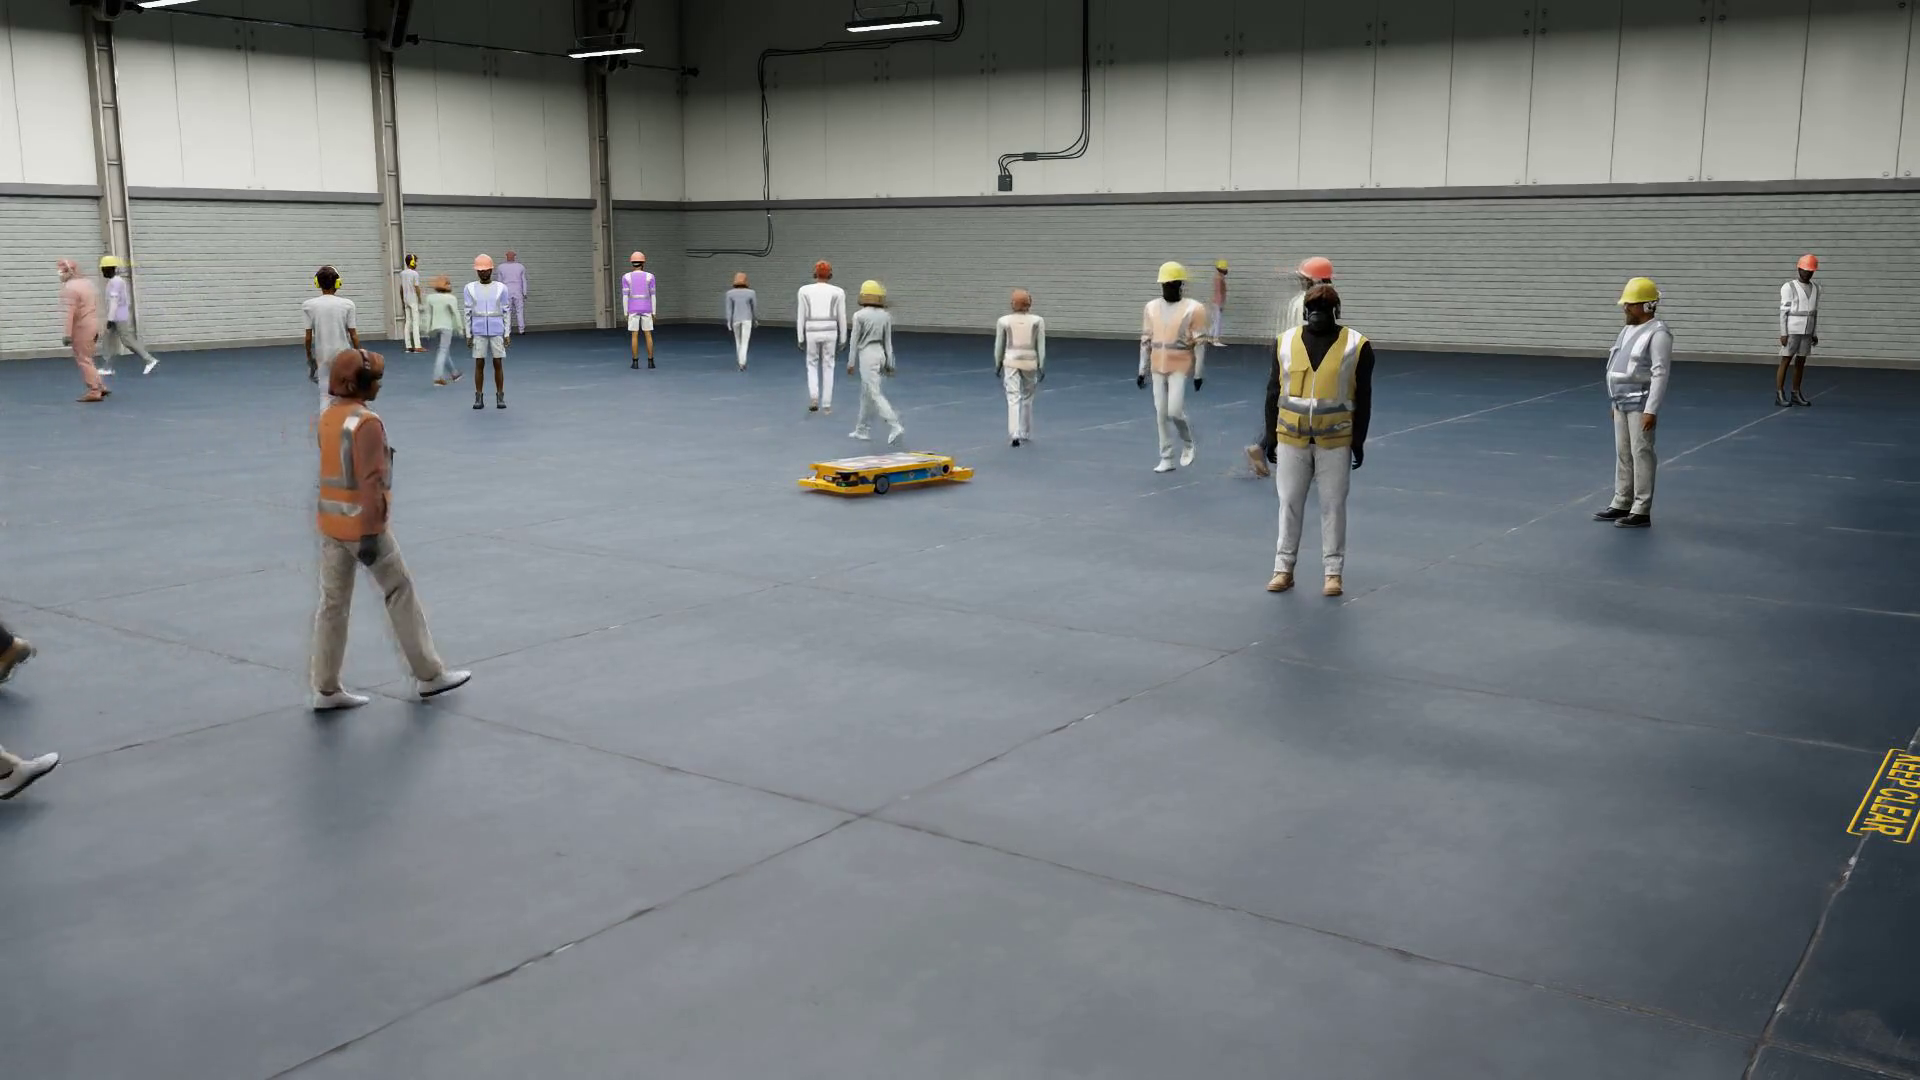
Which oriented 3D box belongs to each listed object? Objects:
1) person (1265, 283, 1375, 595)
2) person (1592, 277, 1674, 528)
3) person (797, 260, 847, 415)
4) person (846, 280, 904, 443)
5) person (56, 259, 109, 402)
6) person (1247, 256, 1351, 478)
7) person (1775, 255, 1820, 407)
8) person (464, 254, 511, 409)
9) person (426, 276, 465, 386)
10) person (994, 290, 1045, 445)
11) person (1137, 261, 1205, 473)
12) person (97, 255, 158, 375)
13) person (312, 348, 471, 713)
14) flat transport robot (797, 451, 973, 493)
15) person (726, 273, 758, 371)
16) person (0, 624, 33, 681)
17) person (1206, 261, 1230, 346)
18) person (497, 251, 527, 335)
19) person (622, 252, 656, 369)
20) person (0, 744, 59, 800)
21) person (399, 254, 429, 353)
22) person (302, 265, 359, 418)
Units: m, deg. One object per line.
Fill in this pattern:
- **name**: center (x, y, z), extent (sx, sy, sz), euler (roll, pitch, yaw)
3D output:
- **person**: center (2.112, -0.593, 9.871), extent (0.625, 1.844, 0.429), euler (4, 11, 20)
- **person**: center (4.950, -1.005, 12.212), extent (0.403, 1.829, 0.588), euler (-1, 10, -5)
- **person**: center (-1.671, -2.461, 20.261), extent (0.603, 1.863, 0.502), euler (0, 10, -1)
- **person**: center (-0.879, -1.871, 17.425), extent (0.885, 1.700, 0.484), euler (9, 13, 40)
- **person**: center (-11.522, -2.731, 21.764), extent (0.434, 1.874, 0.666), euler (-2, 10, -11)
- **person**: center (3.001, -1.492, 14.561), extent (0.851, 1.967, 0.624), euler (-1, 10, -8)
- **person**: center (10.710, -2.661, 21.203), extent (0.542, 1.931, 0.375), euler (-2, 10, -13)
- **person**: center (-5.932, -2.609, 20.897), extent (0.551, 1.933, 0.368), euler (-3, 10, -14)
- **person**: center (-7.563, -3.088, 24.543), extent (0.534, 1.587, 0.854), euler (4, 11, 21)
- **person**: center (0.620, -1.791, 17.249), extent (0.526, 1.603, 0.837), euler (0, 10, 0)
- **person**: center (1.907, -1.561, 15.087), extent (0.595, 1.910, 0.444), euler (8, 13, 36)
- **person**: center (-13.274, -3.551, 26.309), extent (0.926, 1.891, 0.588), euler (-7, 12, -32)
- **person**: center (-2.599, -0.052, 7.470), extent (0.536, 1.603, 0.787), euler (10, 14, 44)
- **flat transport robot**: center (-0.629, -0.587, 14.229), extent (1.431, 0.197, 0.652), euler (-9, 14, -42)
- **person**: center (-3.578, -3.573, 27.274), extent (0.497, 1.595, 0.862), euler (1, 10, 4)
- **person**: center (-4.760, -0.168, 7.595), extent (0.821, 1.811, 0.498), euler (-3, 10, -15)
- **person**: center (5.219, -4.769, 33.592), extent (0.470, 1.722, 0.670), euler (2, 10, 13)
- **person**: center (-10.126, -5.586, 37.651), extent (0.651, 1.907, 0.409), euler (-3, 10, -14)
- **person**: center (-5.318, -3.802, 27.583), extent (0.547, 1.934, 0.376), euler (-3, 10, -14)
- **person**: center (-3.627, 0.243, 5.855), extent (0.535, 1.589, 0.855), euler (7, 13, 36)
- **person**: center (-10.446, -4.505, 31.722), extent (0.519, 1.865, 0.331), euler (6, 12, 30)
- **person**: center (-5.993, -1.689, 15.930), extent (0.513, 1.872, 0.328), euler (-2, 10, -11)
